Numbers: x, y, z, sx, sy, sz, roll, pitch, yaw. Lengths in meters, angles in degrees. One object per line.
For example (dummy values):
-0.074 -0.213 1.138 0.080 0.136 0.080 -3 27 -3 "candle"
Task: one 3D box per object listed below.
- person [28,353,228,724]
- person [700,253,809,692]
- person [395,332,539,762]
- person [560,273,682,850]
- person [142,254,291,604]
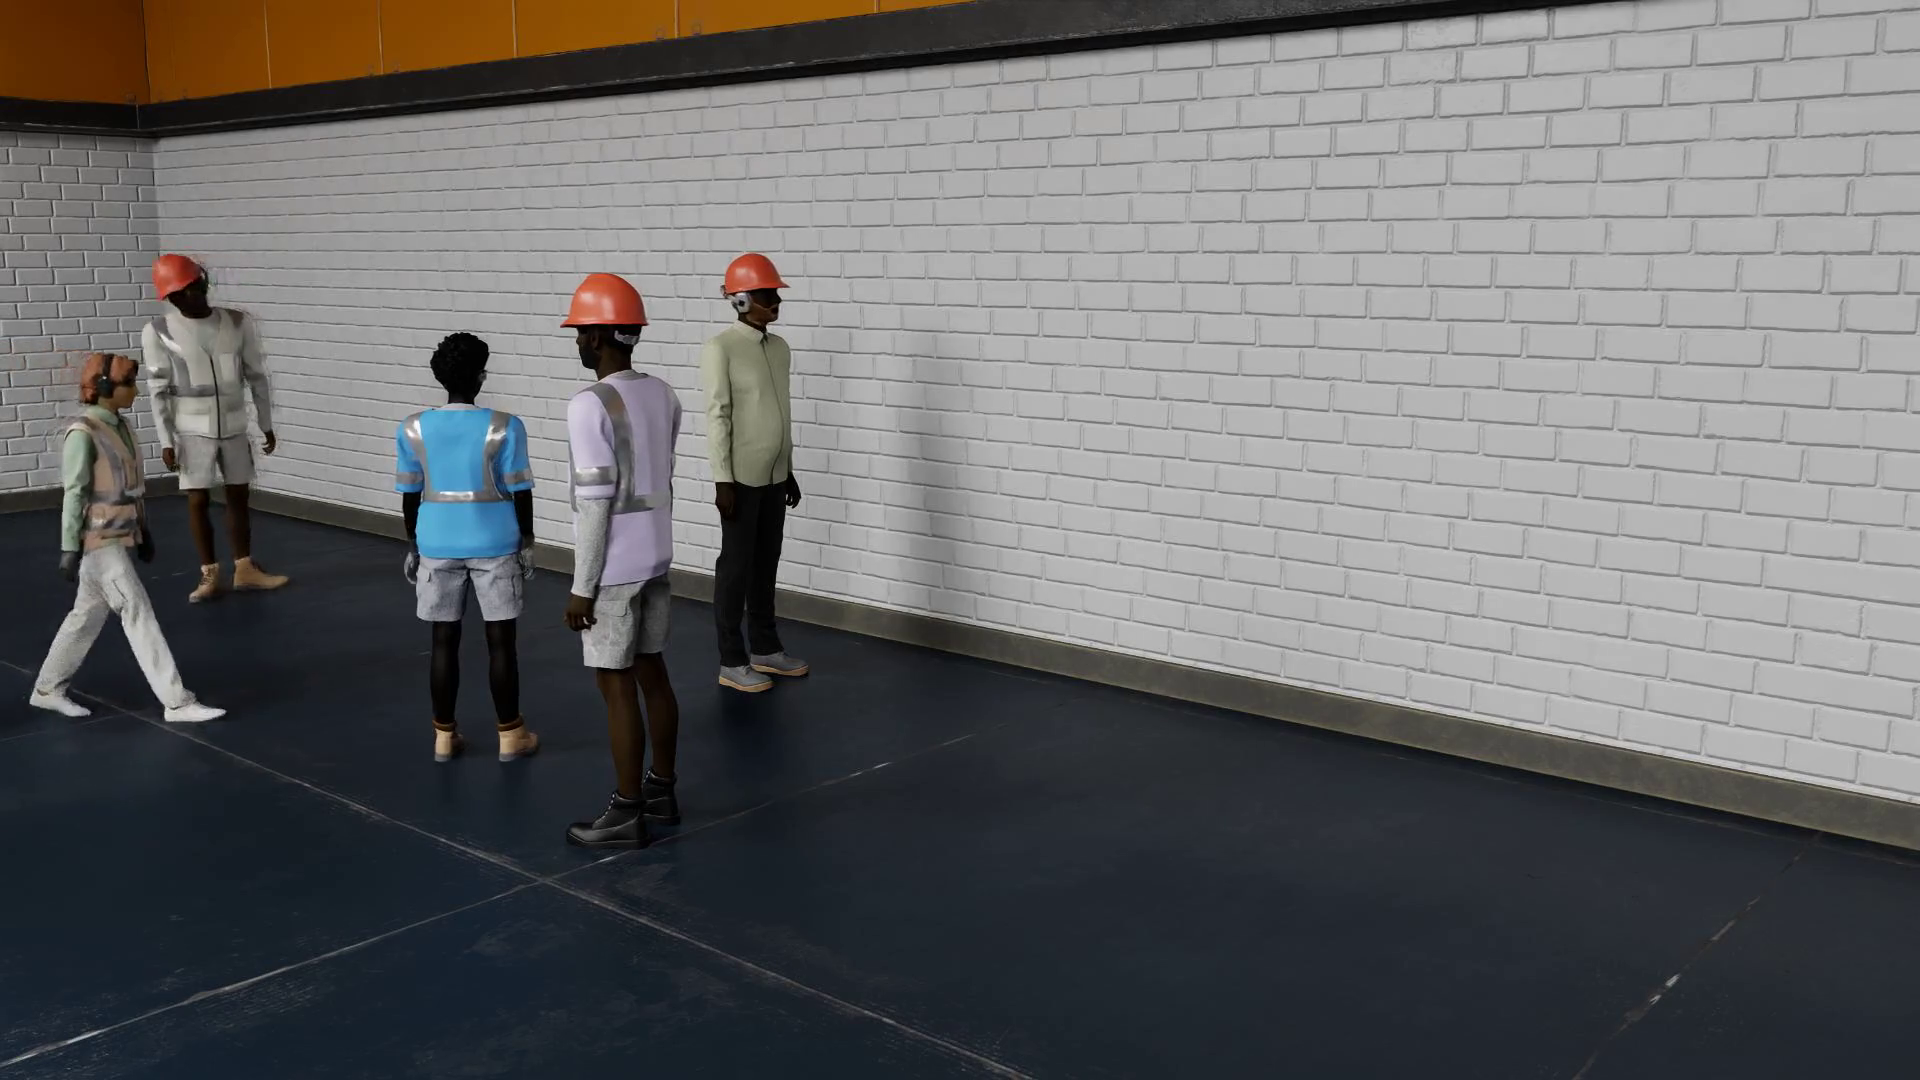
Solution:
-3.628 0.002 7.066 0.862 1.590 0.532 -1 10 -6 "person"
-0.948 -0.314 7.695 0.375 1.997 0.611 5 11 26 "person"
-1.932 0.037 6.540 0.572 1.698 0.317 0 10 1 "person"
-1.160 0.079 5.628 0.360 1.938 0.546 3 11 19 "person"
-4.236 -0.632 9.543 0.765 1.992 0.447 -9 13 -41 "person"
